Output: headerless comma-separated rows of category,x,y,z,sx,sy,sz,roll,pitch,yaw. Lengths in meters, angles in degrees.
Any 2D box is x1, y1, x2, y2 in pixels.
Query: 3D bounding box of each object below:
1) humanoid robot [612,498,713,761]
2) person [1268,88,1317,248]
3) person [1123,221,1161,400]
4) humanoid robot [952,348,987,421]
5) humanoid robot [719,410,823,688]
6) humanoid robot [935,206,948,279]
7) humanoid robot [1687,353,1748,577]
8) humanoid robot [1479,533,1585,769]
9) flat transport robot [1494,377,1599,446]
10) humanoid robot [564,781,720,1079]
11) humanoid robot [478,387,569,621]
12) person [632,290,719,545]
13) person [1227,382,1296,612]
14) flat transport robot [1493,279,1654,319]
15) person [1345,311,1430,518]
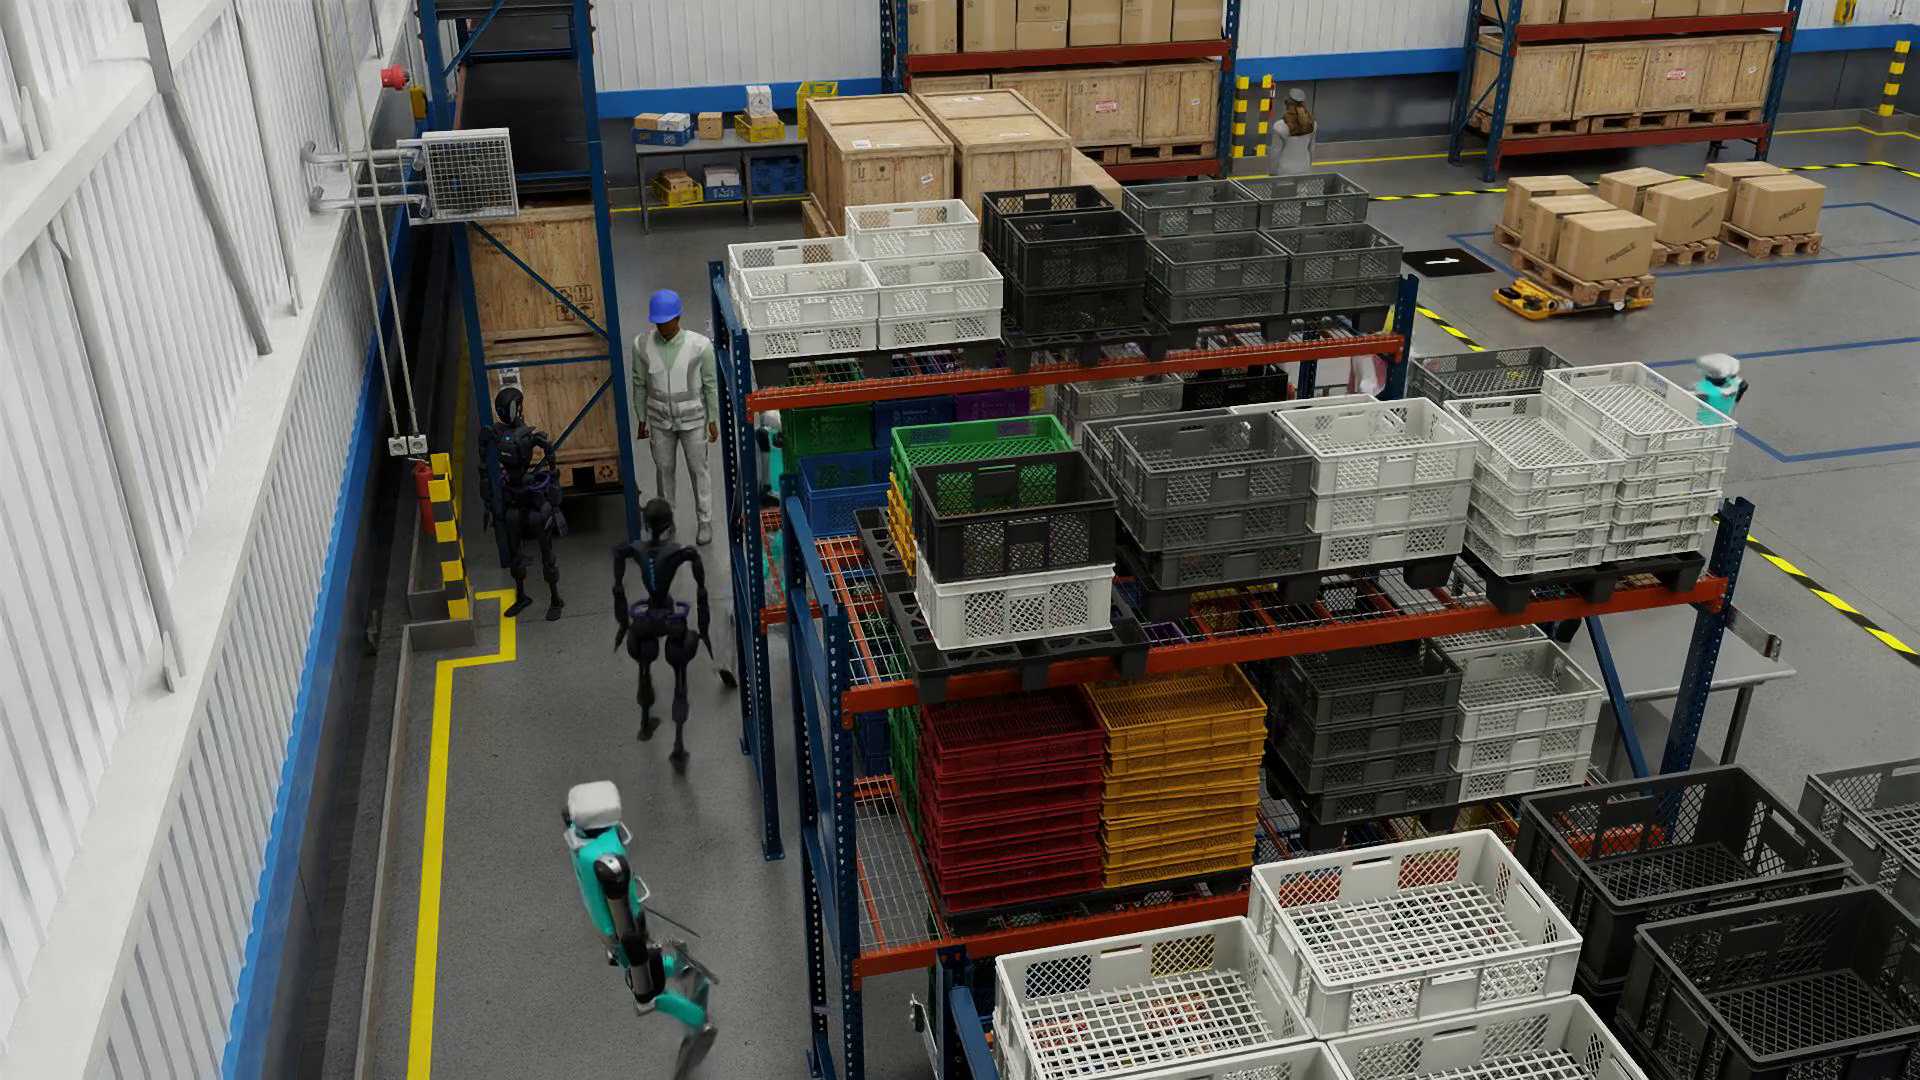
humanoid robot,-1.734,0.516,9.589,0.589,1.630,0.550,1,28,2
person,3.574,-3.988,18.000,0.564,1.769,0.394,-13,30,-22
person,1.413,-1.563,13.111,0.392,2.041,0.610,-5,28,-10
humanoid robot,0.339,-0.547,11.539,0.805,1.795,0.554,-9,29,-16
humanoid robot,-1.249,0.102,10.306,0.550,1.788,0.923,21,34,34
humanoid robot,-0.076,-2.165,14.641,0.397,1.640,0.584,-2,28,-3
humanoid robot,4.885,-0.541,11.520,0.554,1.728,1.056,-15,31,-26
humanoid robot,3.079,0.551,9.281,0.735,1.677,0.533,-1,28,-2
flat transport robot,4.780,-1.036,14.013,0.659,0.231,1.431,-6,28,-12
humanoid robot,-1.232,1.753,7.196,0.799,1.803,0.531,-15,31,-26
humanoid robot,-2.866,-0.233,10.962,0.599,1.657,0.315,6,28,11
person,-2.026,-0.871,11.899,0.611,1.945,0.404,2,28,4
person,2.010,-0.172,10.695,0.600,1.837,0.902,-19,33,-31
flat transport robot,6.181,-2.490,16.741,1.431,0.197,0.652,-8,29,-14
person,3.045,-0.816,11.979,0.613,1.779,0.951,13,30,23
